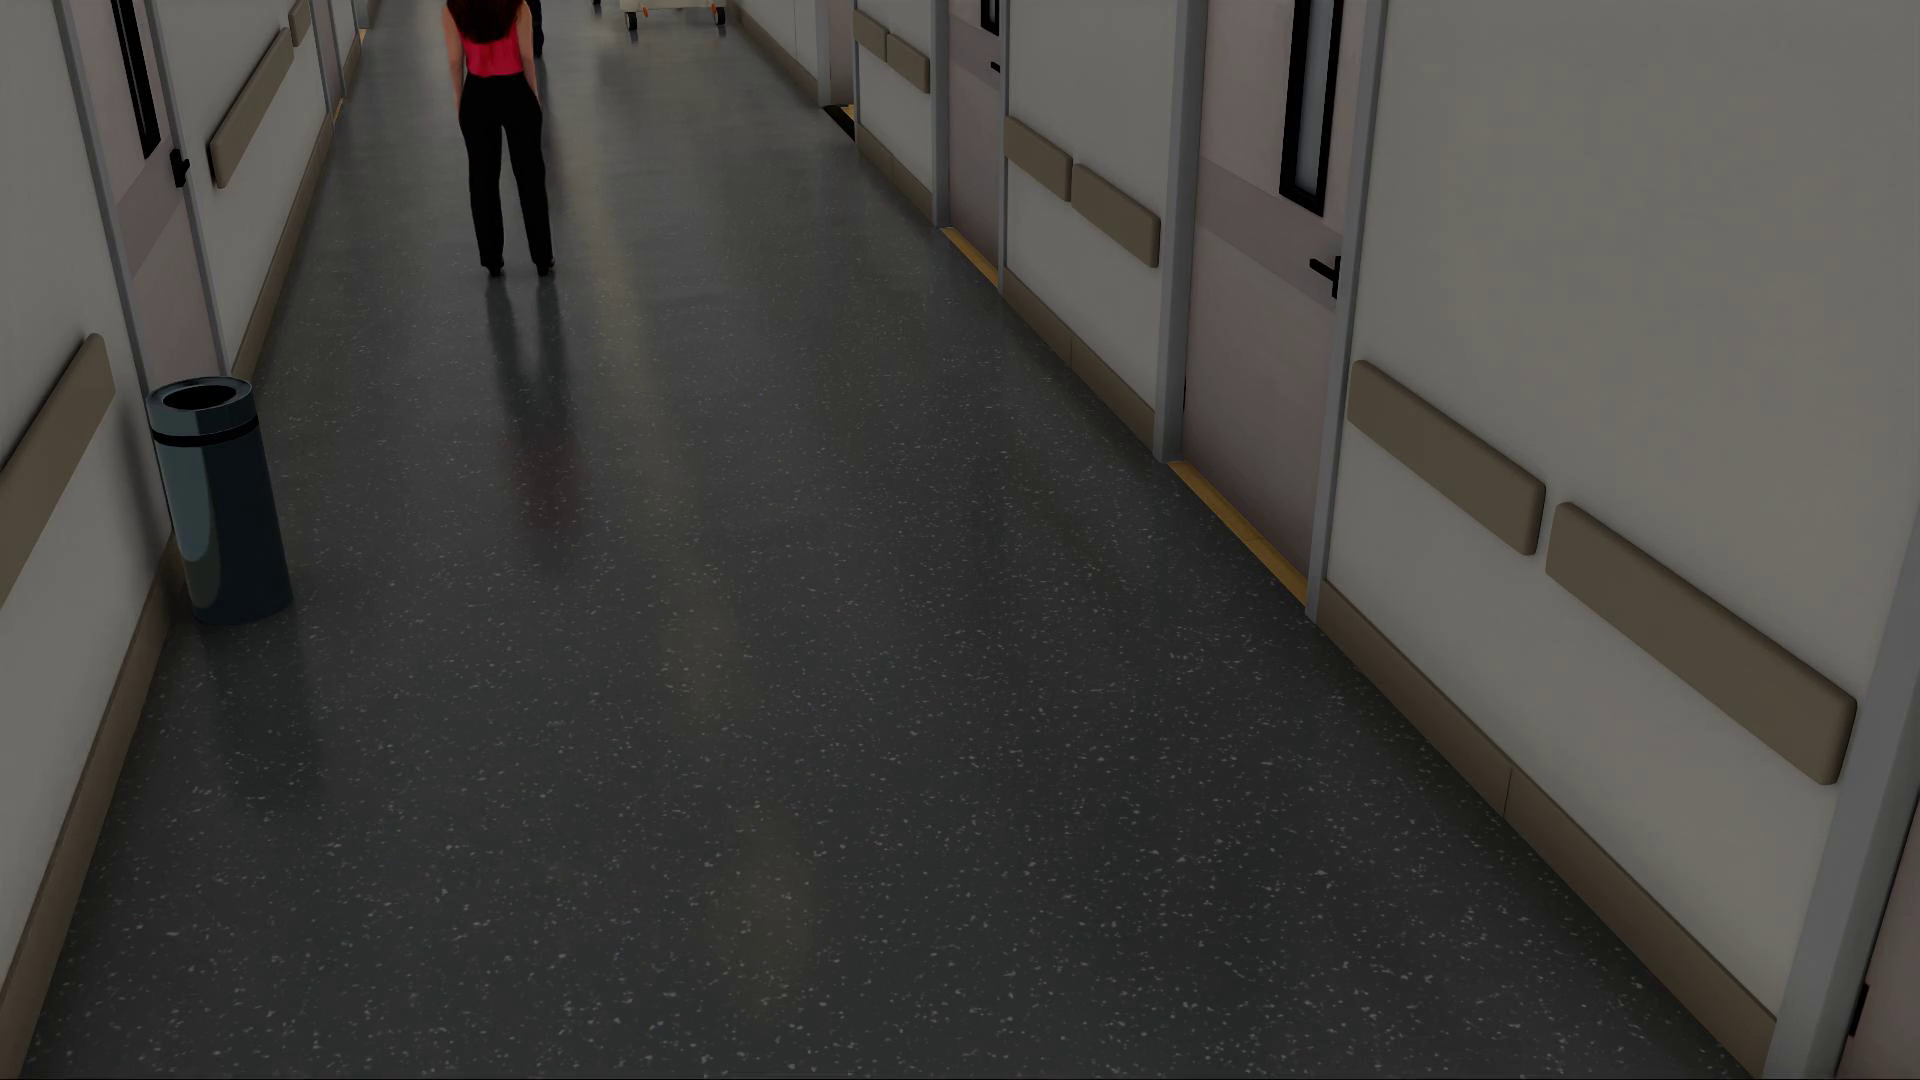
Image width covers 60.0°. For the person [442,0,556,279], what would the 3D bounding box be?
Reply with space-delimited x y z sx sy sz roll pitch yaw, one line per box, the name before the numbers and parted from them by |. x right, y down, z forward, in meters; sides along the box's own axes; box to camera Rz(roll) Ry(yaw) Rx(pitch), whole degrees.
person | -2.270 -2.133 8.250 0.496 1.661 0.661 -4 26 -8
